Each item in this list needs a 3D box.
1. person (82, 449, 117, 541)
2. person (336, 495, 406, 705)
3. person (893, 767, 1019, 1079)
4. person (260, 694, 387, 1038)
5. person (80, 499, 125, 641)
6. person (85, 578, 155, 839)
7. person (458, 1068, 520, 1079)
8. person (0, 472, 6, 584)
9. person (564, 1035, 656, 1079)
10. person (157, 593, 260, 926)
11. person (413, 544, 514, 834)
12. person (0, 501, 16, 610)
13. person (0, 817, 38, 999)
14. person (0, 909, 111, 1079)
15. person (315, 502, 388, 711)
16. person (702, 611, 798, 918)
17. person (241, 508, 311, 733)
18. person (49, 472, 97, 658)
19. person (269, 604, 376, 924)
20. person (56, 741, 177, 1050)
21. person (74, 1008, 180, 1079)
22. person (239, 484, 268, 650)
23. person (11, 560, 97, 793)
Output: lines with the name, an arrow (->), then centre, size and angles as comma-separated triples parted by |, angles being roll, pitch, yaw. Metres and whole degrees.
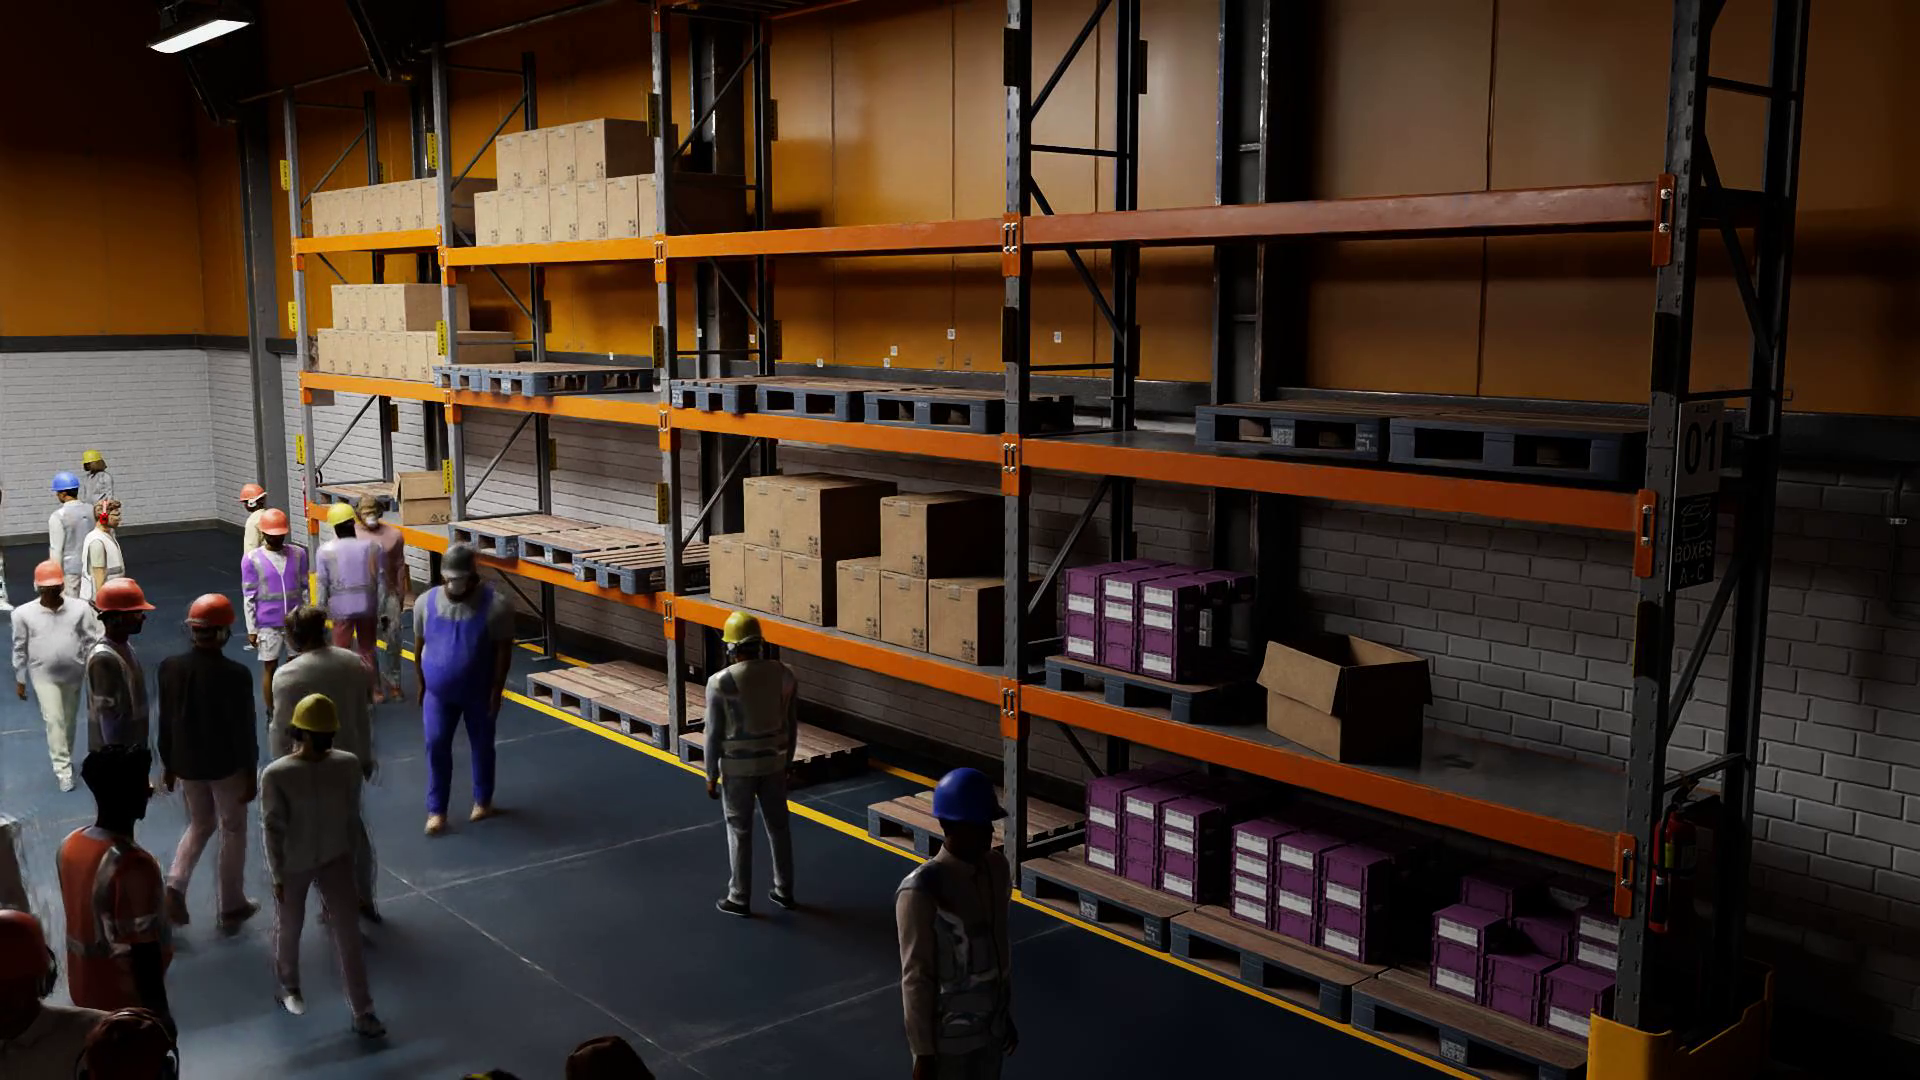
person -> -11.184, -0.312, 21.584 | 0.490, 1.735, 0.326 | 3, 9, 22
person -> -5.270, 0.547, 14.963 | 0.624, 1.918, 0.522 | -5, 9, -30
person -> 0.002, 1.796, 6.174 | 0.380, 1.951, 0.605 | 6, 10, 35
person -> -3.221, 1.606, 8.301 | 0.530, 1.719, 0.899 | -7, 11, -41
person -> -7.863, 0.542, 15.295 | 0.394, 1.836, 0.561 | -3, 9, -19
person -> -4.909, 1.235, 9.805 | 0.398, 2.039, 0.610 | -3, 9, -18
person -> -1.231, 2.167, 3.951 | 0.543, 1.845, 0.436 | 4, 9, 28
person -> -12.520, -0.385, 21.286 | 0.613, 1.962, 0.362 | 4, 9, 25
person -> -0.950, 2.174, 4.686 | 0.287, 1.625, 0.499 | -2, 8, -14
person -> -4.333, 1.294, 9.570 | 0.641, 1.974, 0.569 | 2, 8, 12
person -> -3.423, 0.992, 11.452 | 0.688, 2.000, 0.860 | -1, 8, -8
person -> -11.553, 0.043, 19.551 | 0.711, 1.609, 0.529 | 2, 9, 16
person -> -4.126, 1.749, 6.817 | 0.668, 1.853, 0.760 | 0, 8, 2
person -> -2.630, 1.991, 4.711 | 0.616, 1.986, 0.407 | -4, 9, -24
person -> -5.303, 0.616, 14.571 | 0.610, 1.896, 0.622 | -5, 10, -32
person -> -1.255, 1.328, 9.918 | 0.608, 1.821, 0.416 | -5, 10, -32
person -> -5.728, 0.682, 14.021 | 0.550, 1.925, 0.392 | -7, 11, -42
person -> -8.896, 0.283, 16.740 | 0.406, 1.938, 0.606 | 3, 9, 18
person -> -3.693, 1.313, 9.670 | 0.435, 1.913, 0.704 | 4, 9, 28
person -> -3.262, 1.750, 6.490 | 0.607, 1.959, 0.369 | 7, 11, 39
person -> -2.085, 2.114, 4.245 | 0.578, 1.878, 0.340 | -4, 9, -24
person -> -7.367, 0.277, 17.476 | 0.355, 1.737, 0.577 | 0, 8, -2
person -> -6.846, 0.988, 12.627 | 0.572, 1.713, 0.876 | -7, 10, -38
